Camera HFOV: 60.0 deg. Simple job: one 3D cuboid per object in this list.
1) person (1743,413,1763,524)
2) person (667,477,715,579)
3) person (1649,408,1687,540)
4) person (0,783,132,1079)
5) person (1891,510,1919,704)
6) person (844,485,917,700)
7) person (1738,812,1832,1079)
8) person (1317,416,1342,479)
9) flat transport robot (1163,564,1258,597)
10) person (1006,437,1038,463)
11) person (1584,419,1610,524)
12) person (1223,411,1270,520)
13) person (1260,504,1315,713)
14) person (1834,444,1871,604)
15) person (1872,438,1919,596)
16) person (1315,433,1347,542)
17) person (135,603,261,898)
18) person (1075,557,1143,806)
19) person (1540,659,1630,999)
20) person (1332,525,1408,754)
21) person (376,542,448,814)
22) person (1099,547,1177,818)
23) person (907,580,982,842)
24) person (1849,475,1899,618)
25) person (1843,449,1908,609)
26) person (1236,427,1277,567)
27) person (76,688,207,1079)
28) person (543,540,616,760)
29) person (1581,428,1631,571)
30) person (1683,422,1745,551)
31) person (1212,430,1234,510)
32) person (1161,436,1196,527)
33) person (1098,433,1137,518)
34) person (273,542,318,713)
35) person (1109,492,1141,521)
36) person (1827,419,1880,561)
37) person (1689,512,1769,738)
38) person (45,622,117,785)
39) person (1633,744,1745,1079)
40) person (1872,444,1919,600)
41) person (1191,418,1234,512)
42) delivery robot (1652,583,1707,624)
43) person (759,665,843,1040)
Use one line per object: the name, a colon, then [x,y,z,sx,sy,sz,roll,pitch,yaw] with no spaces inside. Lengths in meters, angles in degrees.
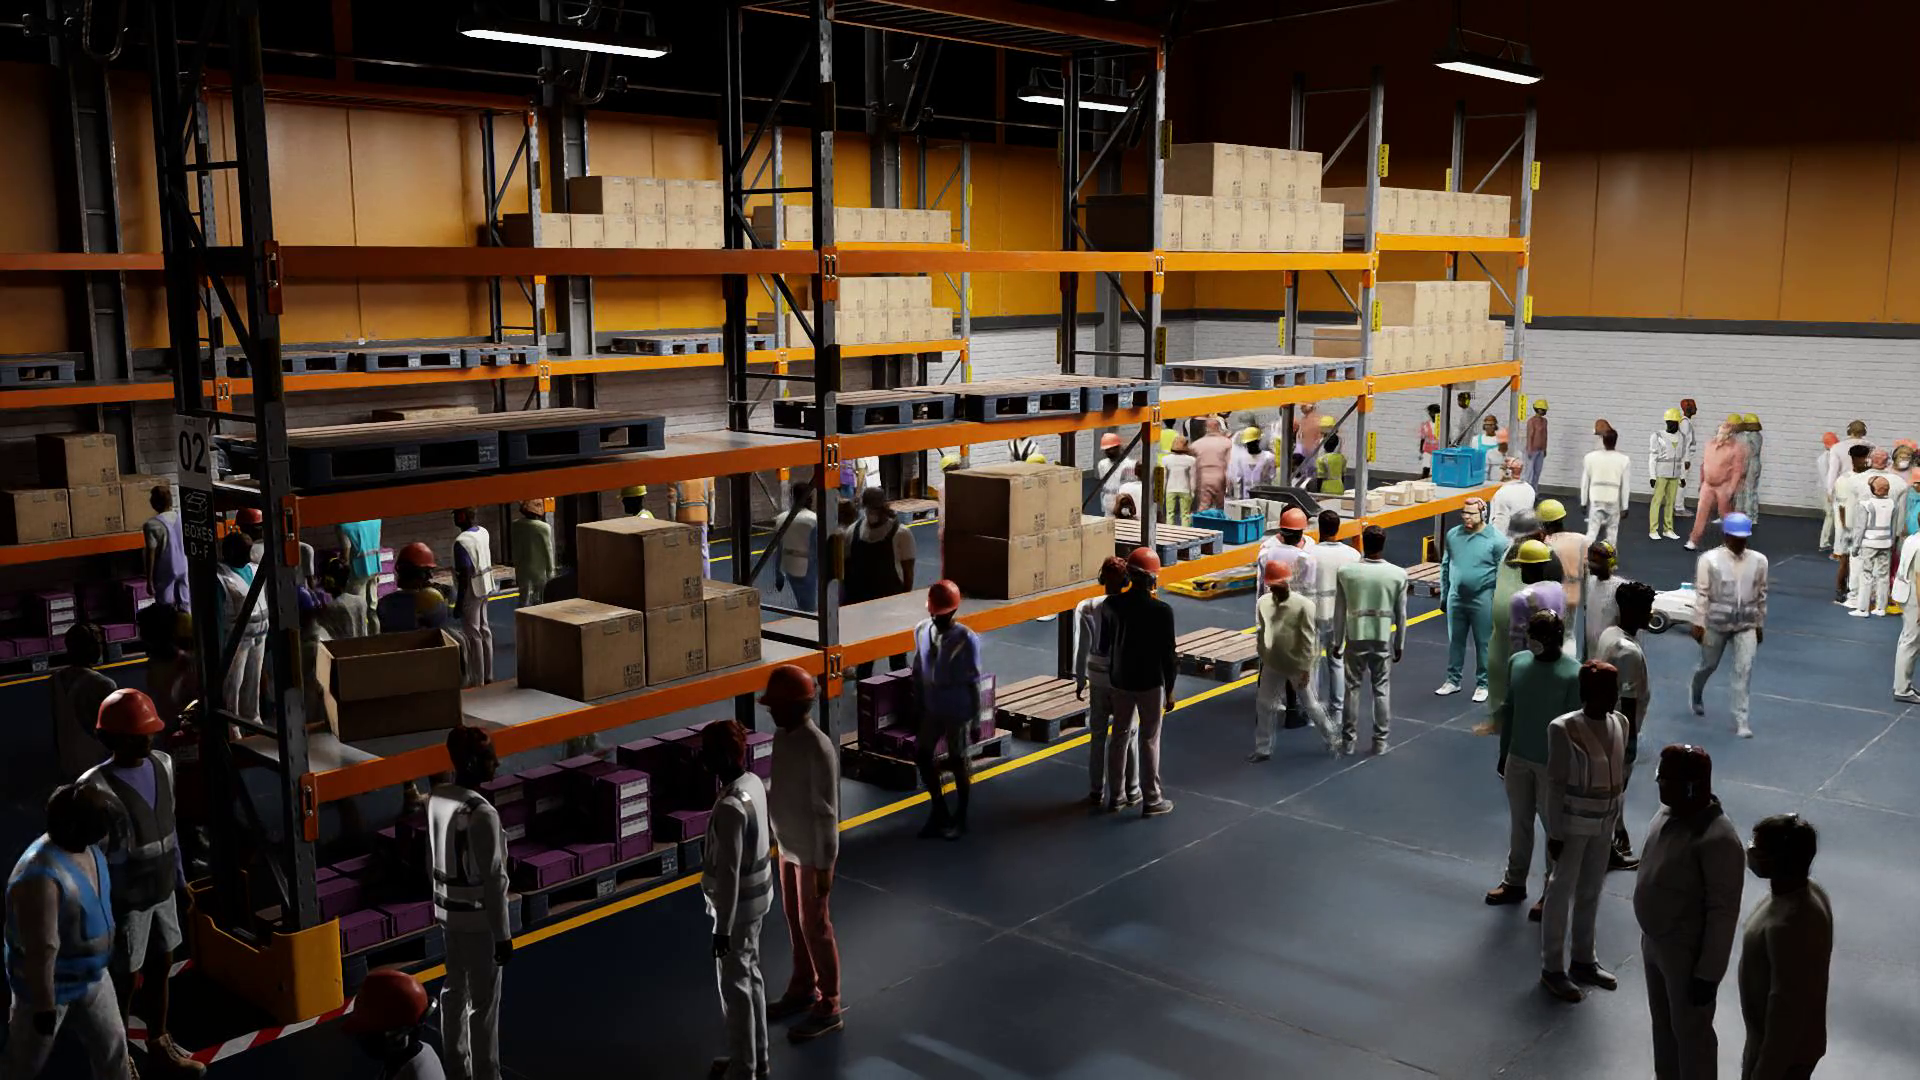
person: [12.198,-1.091,25.707,0.488,1.735,0.333,-9,13,-43]
person: [-3.242,-0.240,20.046,0.587,1.930,0.363,-5,11,-26]
person: [10.379,-0.966,24.383,0.587,1.930,0.360,-2,10,-14]
person: [-4.120,1.948,7.466,0.946,1.788,0.630,0,10,0]
person: [8.830,0.591,15.376,0.394,1.836,0.561,4,10,23]
person: [-0.767,0.491,15.355,0.687,2.000,0.535,3,10,18]
person: [3.221,2.016,6.576,0.360,1.936,0.646,5,11,27]
person: [5.593,-1.023,25.311,0.483,1.737,0.319,-7,12,-37]
flat transport robot: [3.267,0.489,20.641,1.431,0.197,0.652,-7,12,-36]
person: [0.926,-0.948,25.158,0.540,1.620,0.560,2,10,14]
person: [9.920,-1.057,25.808,0.279,1.634,0.499,1,10,7]
person: [3.945,-0.844,23.322,0.871,2.000,0.729,-8,13,-41]
person: [2.960,0.604,15.084,0.600,1.909,0.398,-5,11,-29]
person: [10.579,-0.167,19.668,0.676,1.928,0.383,-4,10,-24]
person: [11.463,-0.243,19.988,0.877,1.958,0.635,3,10,18]
person: [5.152,-0.648,23.174,0.534,1.697,0.322,-5,11,-30]
person: [-4.902,1.328,10.649,0.647,1.944,0.633,5,11,30]
person: [1.147,1.059,12.433,0.572,1.883,0.358,2,10,11]
person: [3.488,1.591,9.256,0.573,1.883,0.353,-5,11,-27]
person: [3.381,0.831,13.742,0.594,1.909,0.403,1,10,4]
person: [-3.958,1.023,12.212,0.607,2.034,0.393,4,10,23]
person: [1.320,1.038,12.232,0.623,1.989,0.400,7,12,35]
person: [-0.092,1.190,11.589,0.575,1.901,0.530,7,12,37]
person: [10.448,0.079,19.006,0.525,1.639,0.307,-2,10,-12]
person: [10.661,-0.119,19.438,0.646,1.898,0.395,2,10,14]
person: [3.914,-0.543,21.912,0.624,1.915,0.409,8,12,38]
person: [-3.959,1.711,8.063,0.377,2.041,0.616,3,10,15]
person: [-2.920,0.933,13.125,0.631,1.899,0.962,5,11,25]
person: [8.452,-0.512,21.787,0.613,1.927,0.568,7,12,34]
person: [10.585,-0.740,23.294,0.950,1.850,0.696,-6,11,-31]
person: [3.866,-0.813,24.403,0.437,1.619,0.518,4,10,23]
person: [3.067,-0.651,23.384,0.501,1.633,0.279,2,10,11]
person: [2.046,-0.439,21.329,0.577,1.904,0.648,7,12,38]
person: [-6.038,0.643,14.991,0.508,1.862,0.326,1,10,8]
person: [1.740,0.298,17.717,0.506,1.632,0.268,-1,10,-7]
person: [12.108,-0.665,22.561,0.635,1.936,0.352,2,10,15]
person: [6.693,0.695,14.504,0.625,1.922,0.864,1,10,8]
person: [-5.433,1.424,10.396,0.503,1.839,0.342,3,10,18]
person: [3.273,1.858,7.603,0.401,1.904,0.646,0,10,0]
person: [11.255,-0.227,20.033,0.652,1.913,0.612,6,11,31]
person: [3.618,-0.803,23.655,0.657,1.843,1.021,4,10,22]
delivery robot: [7.932,0.711,18.188,0.707,0.478,0.477,7,12,35]
person: [-0.844,1.624,8.764,0.409,1.985,0.627,-5,11,-29]
